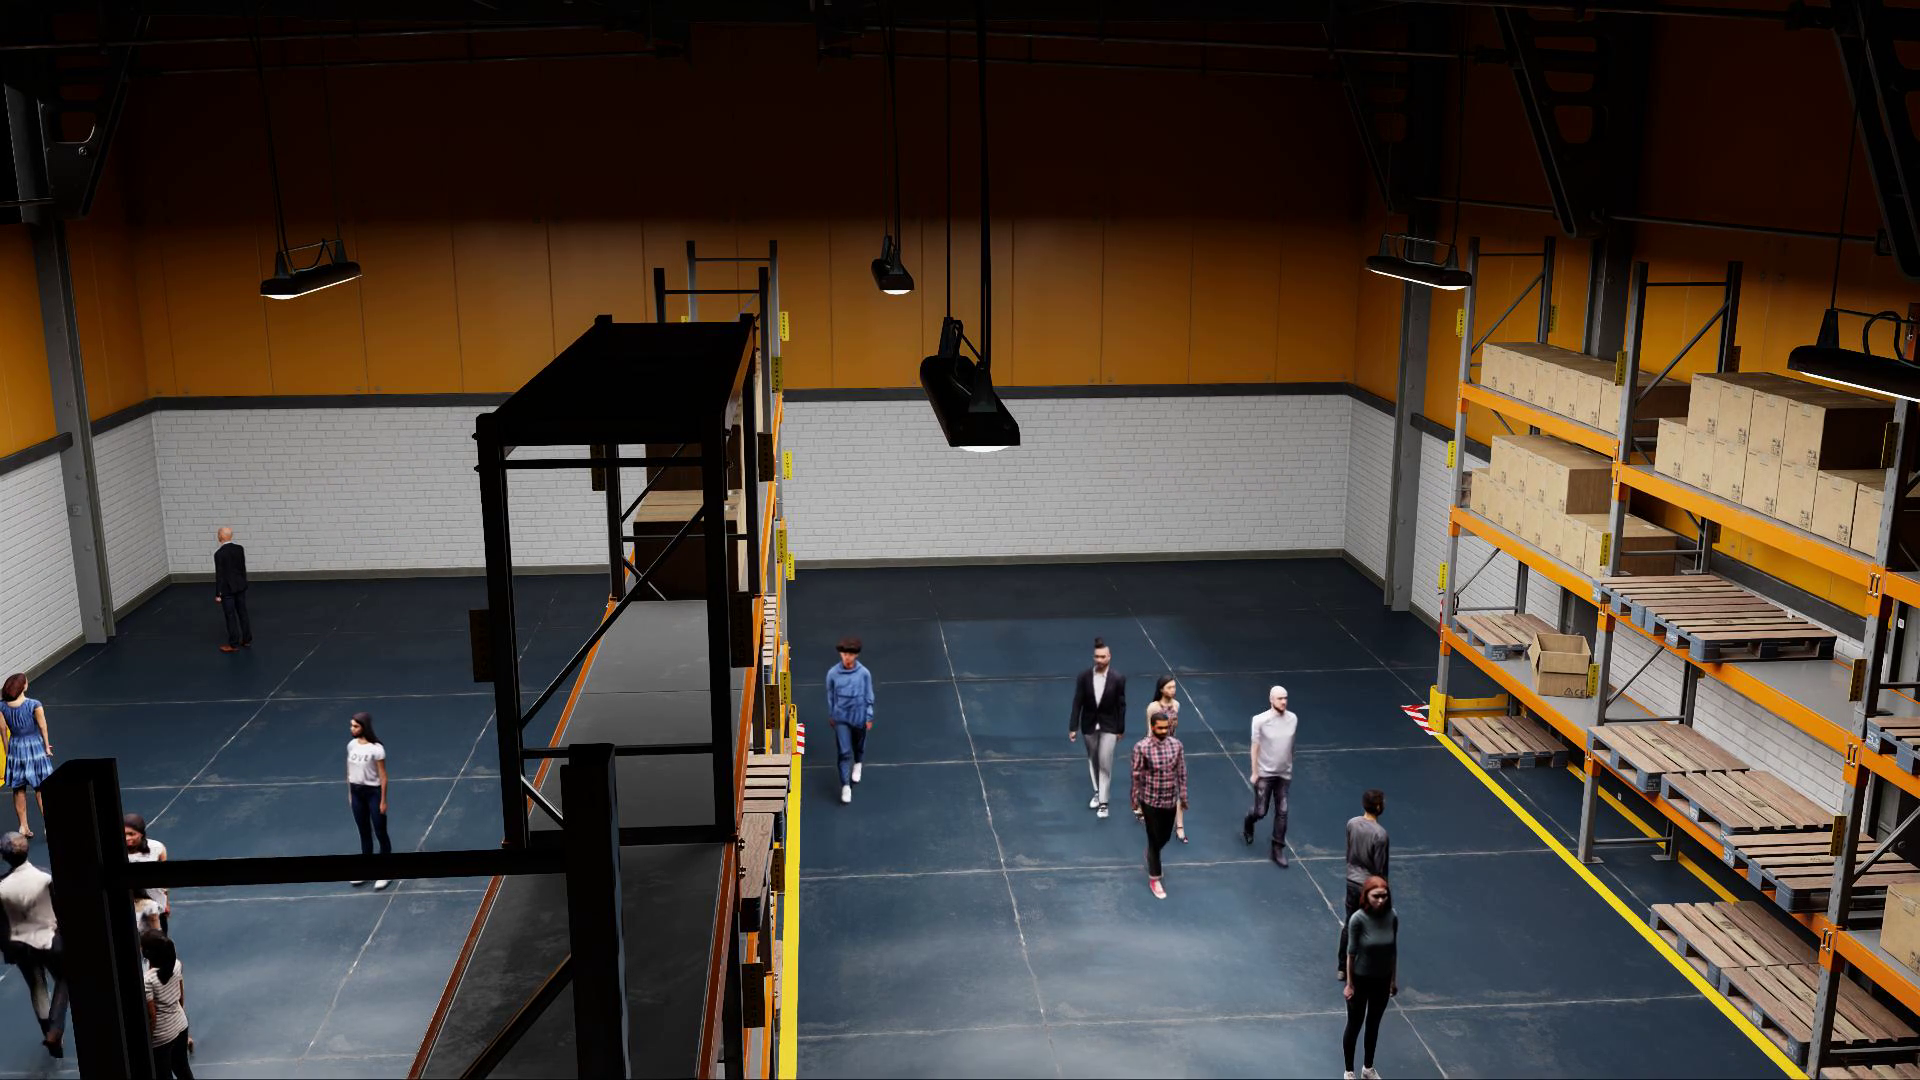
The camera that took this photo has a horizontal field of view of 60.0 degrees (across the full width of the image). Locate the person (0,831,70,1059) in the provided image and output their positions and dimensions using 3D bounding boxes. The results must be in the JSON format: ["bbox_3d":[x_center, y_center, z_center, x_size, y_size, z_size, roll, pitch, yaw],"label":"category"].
[{"bbox_3d":[-7.208,3.213,12.985,0.833,1.873,0.973,-4,14,-17],"label":"person"}]

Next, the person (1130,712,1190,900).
[{"bbox_3d":[1.923,2.489,16.219,0.836,1.757,1.056,-4,14,-16],"label":"person"}]

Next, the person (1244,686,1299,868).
[{"bbox_3d":[3.115,2.327,16.755,0.761,1.821,0.982,-4,14,-14],"label":"person"}]

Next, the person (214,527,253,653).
[{"bbox_3d":[-10.320,0.685,23.580,0.834,1.800,0.706,6,15,24],"label":"person"}]

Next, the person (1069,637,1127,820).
[{"bbox_3d":[1.513,1.972,17.986,0.945,1.931,1.089,4,14,18],"label":"person"}]

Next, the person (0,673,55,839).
[{"bbox_3d":[-9.620,2.237,17.157,0.661,1.805,0.559,-1,14,-4],"label":"person"}]

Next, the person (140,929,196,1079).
[{"bbox_3d":[-5.732,3.566,12.006,0.685,1.647,0.555,3,14,12],"label":"person"}]

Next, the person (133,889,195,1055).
[{"bbox_3d":[-6.260,3.308,12.876,0.878,1.739,1.082,5,15,21],"label":"person"}]

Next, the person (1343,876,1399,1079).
[{"bbox_3d":[3.116,3.364,12.638,0.625,1.743,0.578,-3,14,-14],"label":"person"}]

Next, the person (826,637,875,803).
[{"bbox_3d":[-1.210,1.934,18.458,0.710,1.783,1.115,-1,14,-3],"label":"person"}]

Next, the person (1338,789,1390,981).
[{"bbox_3d":[3.466,2.972,14.221,0.746,1.759,0.622,-9,16,-33],"label":"person"}]

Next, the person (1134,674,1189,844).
[{"bbox_3d":[2.021,2.242,17.303,0.913,1.728,1.225,-7,15,-27],"label":"person"}]

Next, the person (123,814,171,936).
[{"bbox_3d":[-6.866,3.083,13.918,0.720,1.687,0.704,-5,15,-20],"label":"person"}]

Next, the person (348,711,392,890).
[{"bbox_3d":[-5.726,2.499,16.139,0.664,1.775,0.662,5,15,21],"label":"person"}]
